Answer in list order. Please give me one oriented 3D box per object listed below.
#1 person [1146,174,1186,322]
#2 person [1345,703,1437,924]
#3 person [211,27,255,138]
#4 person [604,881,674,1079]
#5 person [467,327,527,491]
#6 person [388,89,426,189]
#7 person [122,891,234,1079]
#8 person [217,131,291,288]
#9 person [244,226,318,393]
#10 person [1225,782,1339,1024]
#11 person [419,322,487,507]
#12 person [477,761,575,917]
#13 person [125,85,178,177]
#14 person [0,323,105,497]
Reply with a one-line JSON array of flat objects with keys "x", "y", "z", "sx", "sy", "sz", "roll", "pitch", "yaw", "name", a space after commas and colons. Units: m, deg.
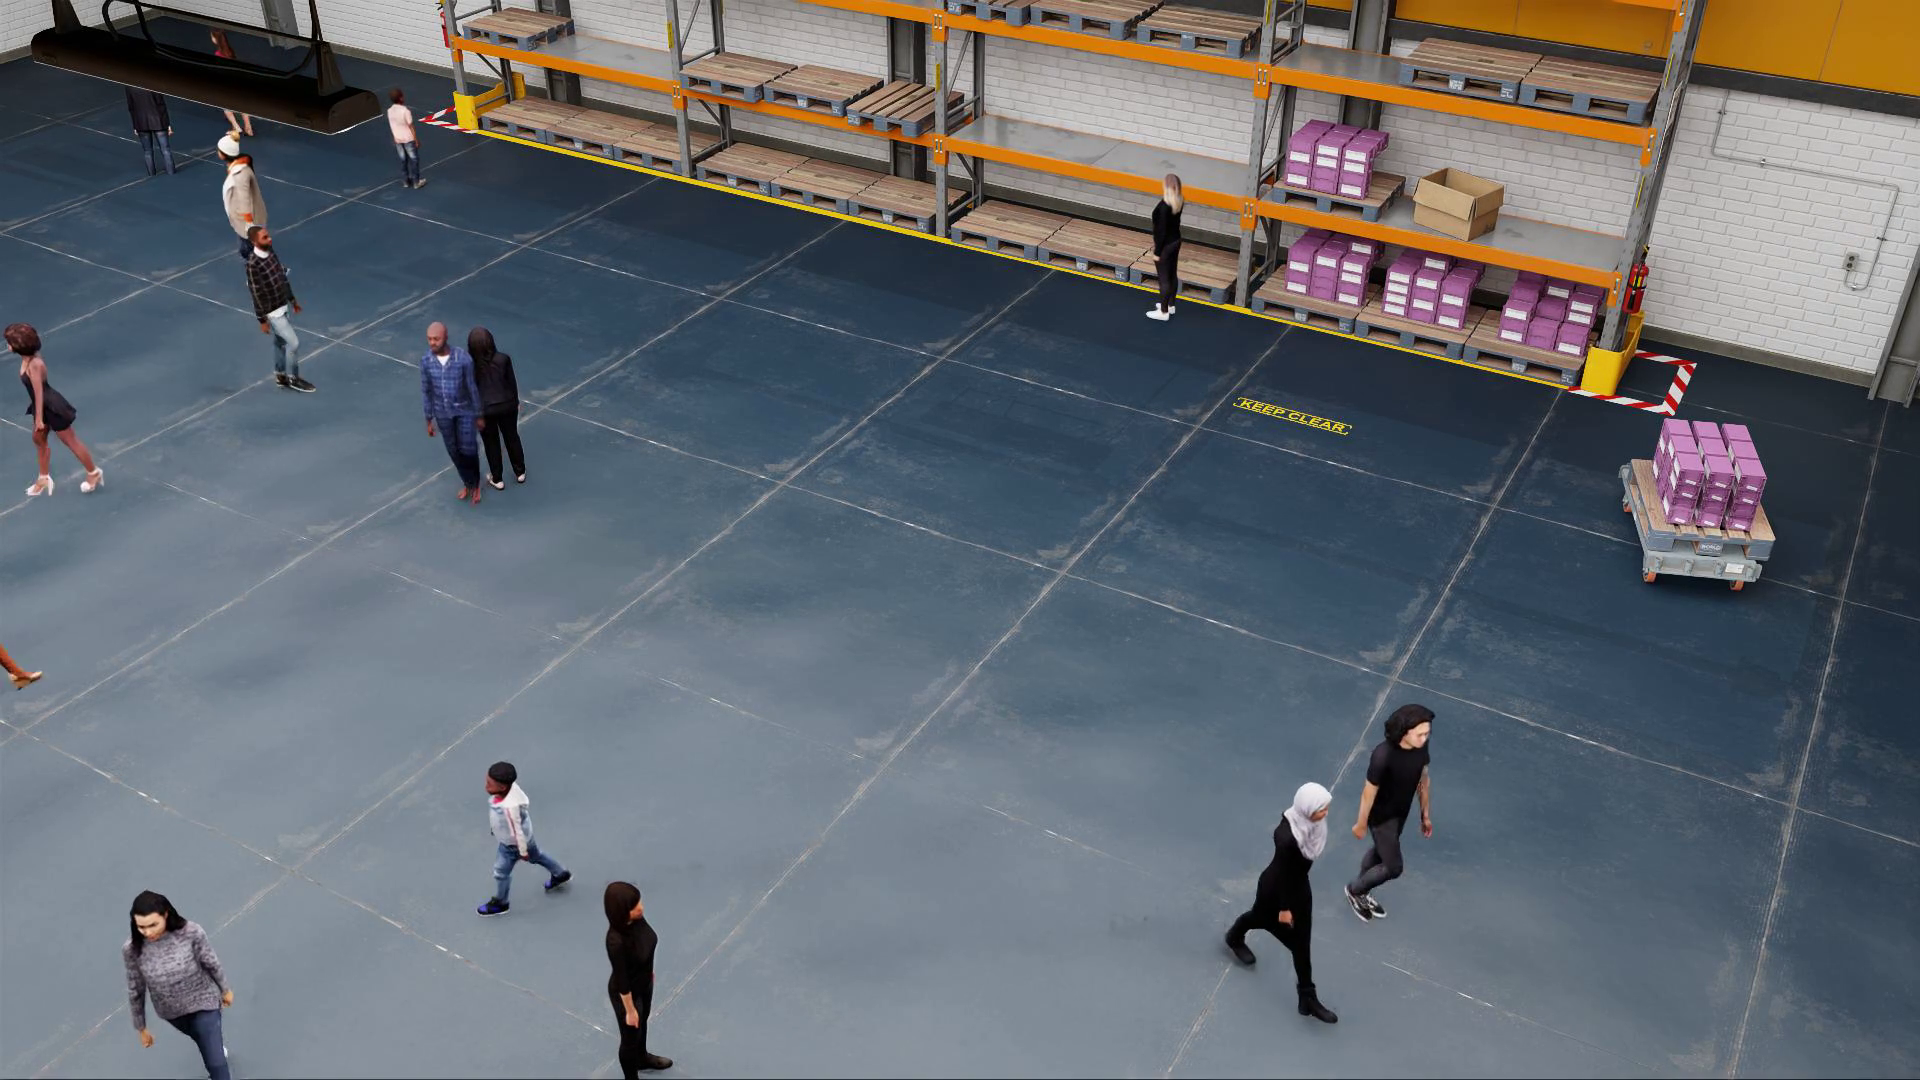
[{"x": 2.318, "y": -3.254, "z": 18.469, "sx": 0.554, "sy": 1.685, "sz": 0.620, "roll": 22, "pitch": 39, "yaw": 29, "name": "person"}, {"x": 2.742, "y": 1.715, "z": 10.874, "sx": 0.715, "sy": 1.818, "sz": 0.737, "roll": -25, "pitch": 41, "yaw": -32, "name": "person"}, {"x": -10.174, "y": -6.404, "z": 23.341, "sx": 0.685, "sy": 1.538, "sz": 0.617, "roll": 10, "pitch": 35, "yaw": 15, "name": "person"}, {"x": -1.920, "y": 2.603, "z": 9.698, "sx": 0.626, "sy": 1.642, "sz": 0.645, "roll": 4, "pitch": 34, "yaw": 7, "name": "person"}, {"x": -4.341, "y": -1.231, "z": 15.488, "sx": 0.761, "sy": 1.616, "sz": 0.774, "roll": -20, "pitch": 39, "yaw": -27, "name": "person"}, {"x": -7.306, "y": -5.266, "z": 21.843, "sx": 0.495, "sy": 1.301, "sz": 0.622, "roll": 8, "pitch": 34, "yaw": 11, "name": "person"}, {"x": -4.469, "y": 2.621, "z": 9.631, "sx": 1.134, "sy": 1.685, "sz": 1.206, "roll": -9, "pitch": 35, "yaw": -14, "name": "person"}, {"x": -8.072, "y": -3.766, "z": 19.058, "sx": 0.965, "sy": 1.886, "sz": 0.902, "roll": -11, "pitch": 35, "yaw": -16, "name": "person"}, {"x": -7.110, "y": -2.363, "z": 17.017, "sx": 0.877, "sy": 1.809, "sz": 0.841, "roll": 2, "pitch": 34, "yaw": 3, "name": "person"}, {"x": 1.928, "y": 2.138, "z": 10.325, "sx": 0.885, "sy": 1.721, "sz": 1.232, "roll": -27, "pitch": 42, "yaw": -34, "name": "person"}, {"x": -4.625, "y": -1.219, "z": 15.301, "sx": 0.788, "sy": 1.804, "sz": 0.875, "roll": 1, "pitch": 34, "yaw": 1, "name": "person"}, {"x": -2.902, "y": 1.939, "z": 11.059, "sx": 0.899, "sy": 1.239, "sz": 0.850, "roll": -9, "pitch": 35, "yaw": -13, "name": "person"}, {"x": -10.870, "y": -5.525, "z": 22.271, "sx": 0.808, "sy": 1.781, "sz": 0.799, "roll": -4, "pitch": 34, "yaw": -5, "name": "person"}, {"x": -8.277, "y": -1.210, "z": 15.322, "sx": 0.860, "sy": 1.764, "sz": 0.917, "roll": -22, "pitch": 39, "yaw": -29, "name": "person"}]
